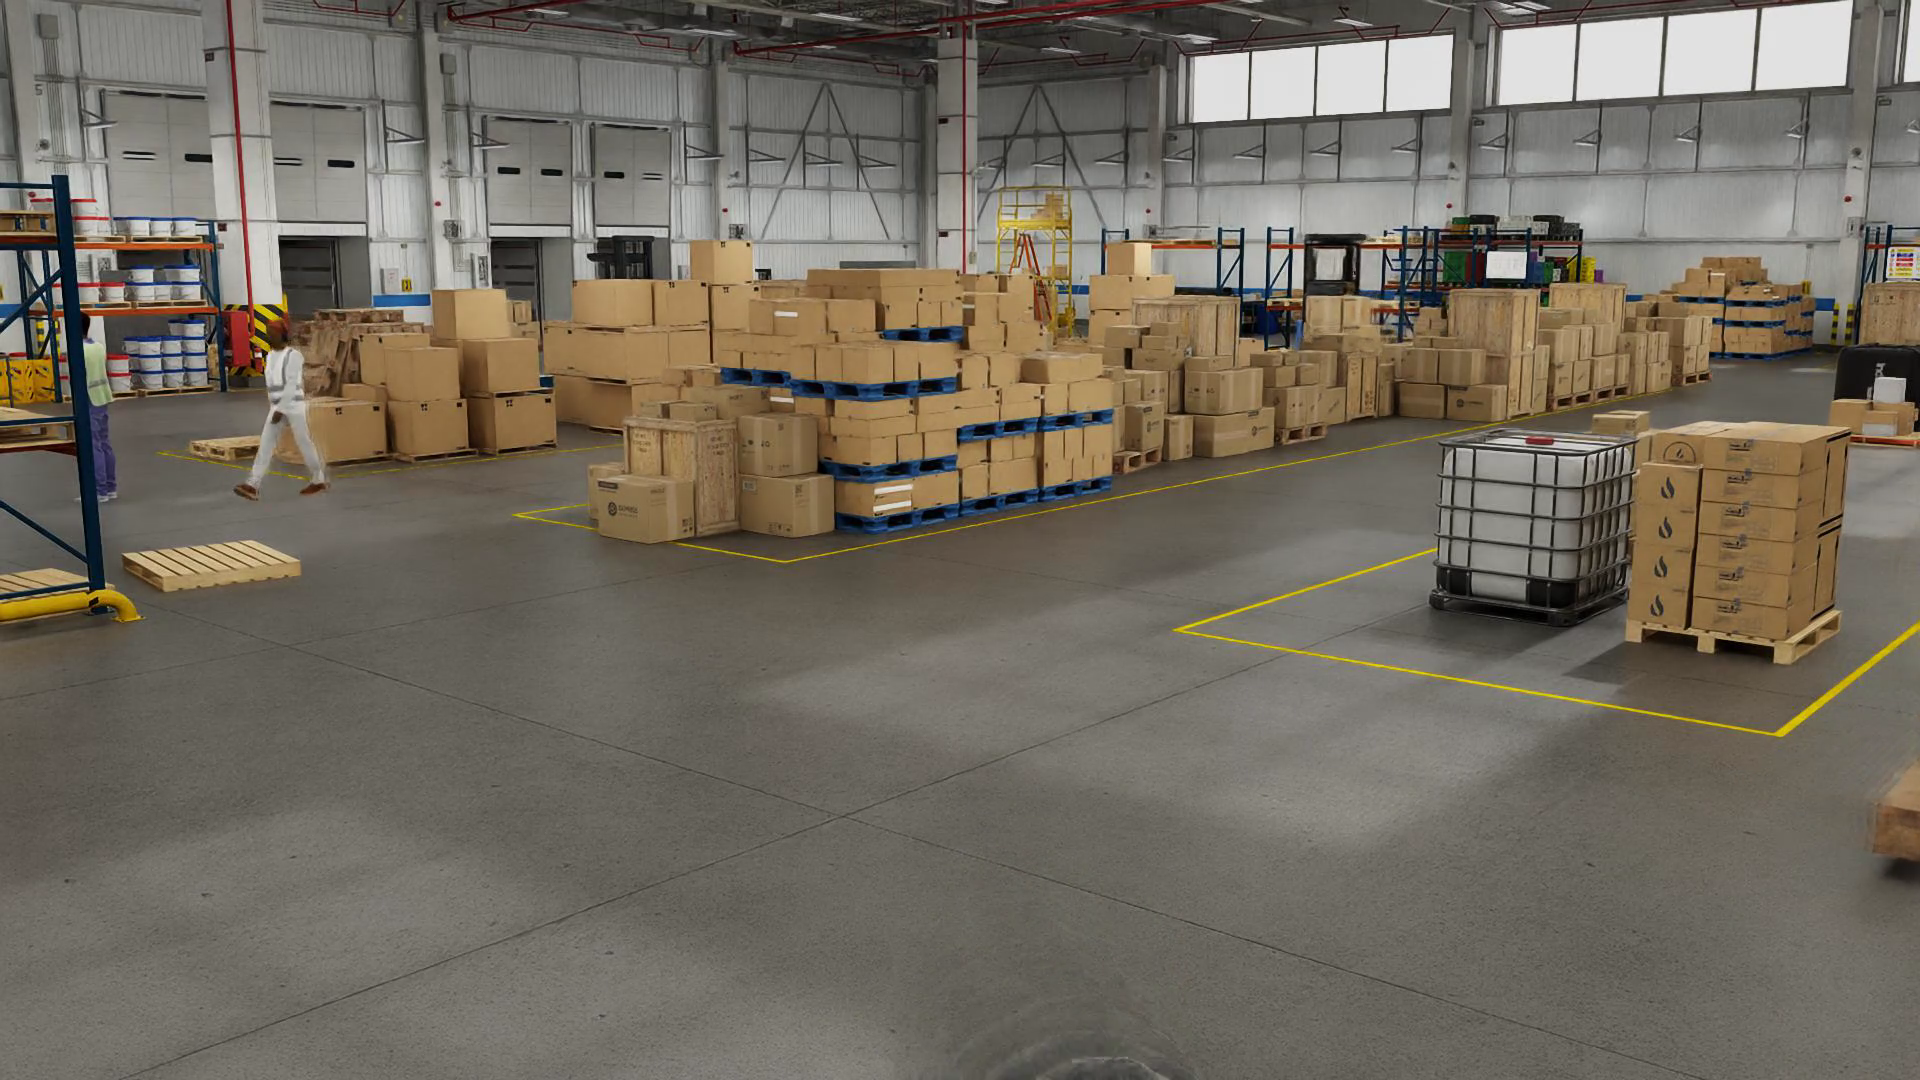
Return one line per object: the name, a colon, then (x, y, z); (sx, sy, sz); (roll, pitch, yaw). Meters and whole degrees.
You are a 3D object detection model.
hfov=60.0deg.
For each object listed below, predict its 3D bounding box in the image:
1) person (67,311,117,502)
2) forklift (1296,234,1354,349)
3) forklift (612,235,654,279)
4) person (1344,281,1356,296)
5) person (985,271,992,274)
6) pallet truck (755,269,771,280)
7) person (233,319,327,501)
person: (-8.750, -1.338, 16.744); (0.395, 1.920, 0.587); (-1, 10, -4)
forklift: (7.348, -4.703, 33.167); (1.129, 2.768, 1.873); (1, 10, 5)
forklift: (-7.300, -5.450, 37.421); (1.873, 2.768, 1.129); (8, 13, 40)
person: (7.563, -4.060, 32.265); (0.634, 1.921, 0.803); (-2, 10, -11)
person: (0.747, -6.658, 47.119); (0.995, 1.888, 0.648); (-4, 11, -22)
pallet truck: (-4.996, -6.432, 45.525); (1.885, 1.965, 0.823); (-6, 12, -32)
person: (-6.910, -1.311, 16.870); (0.571, 1.816, 1.037); (6, 11, 29)
